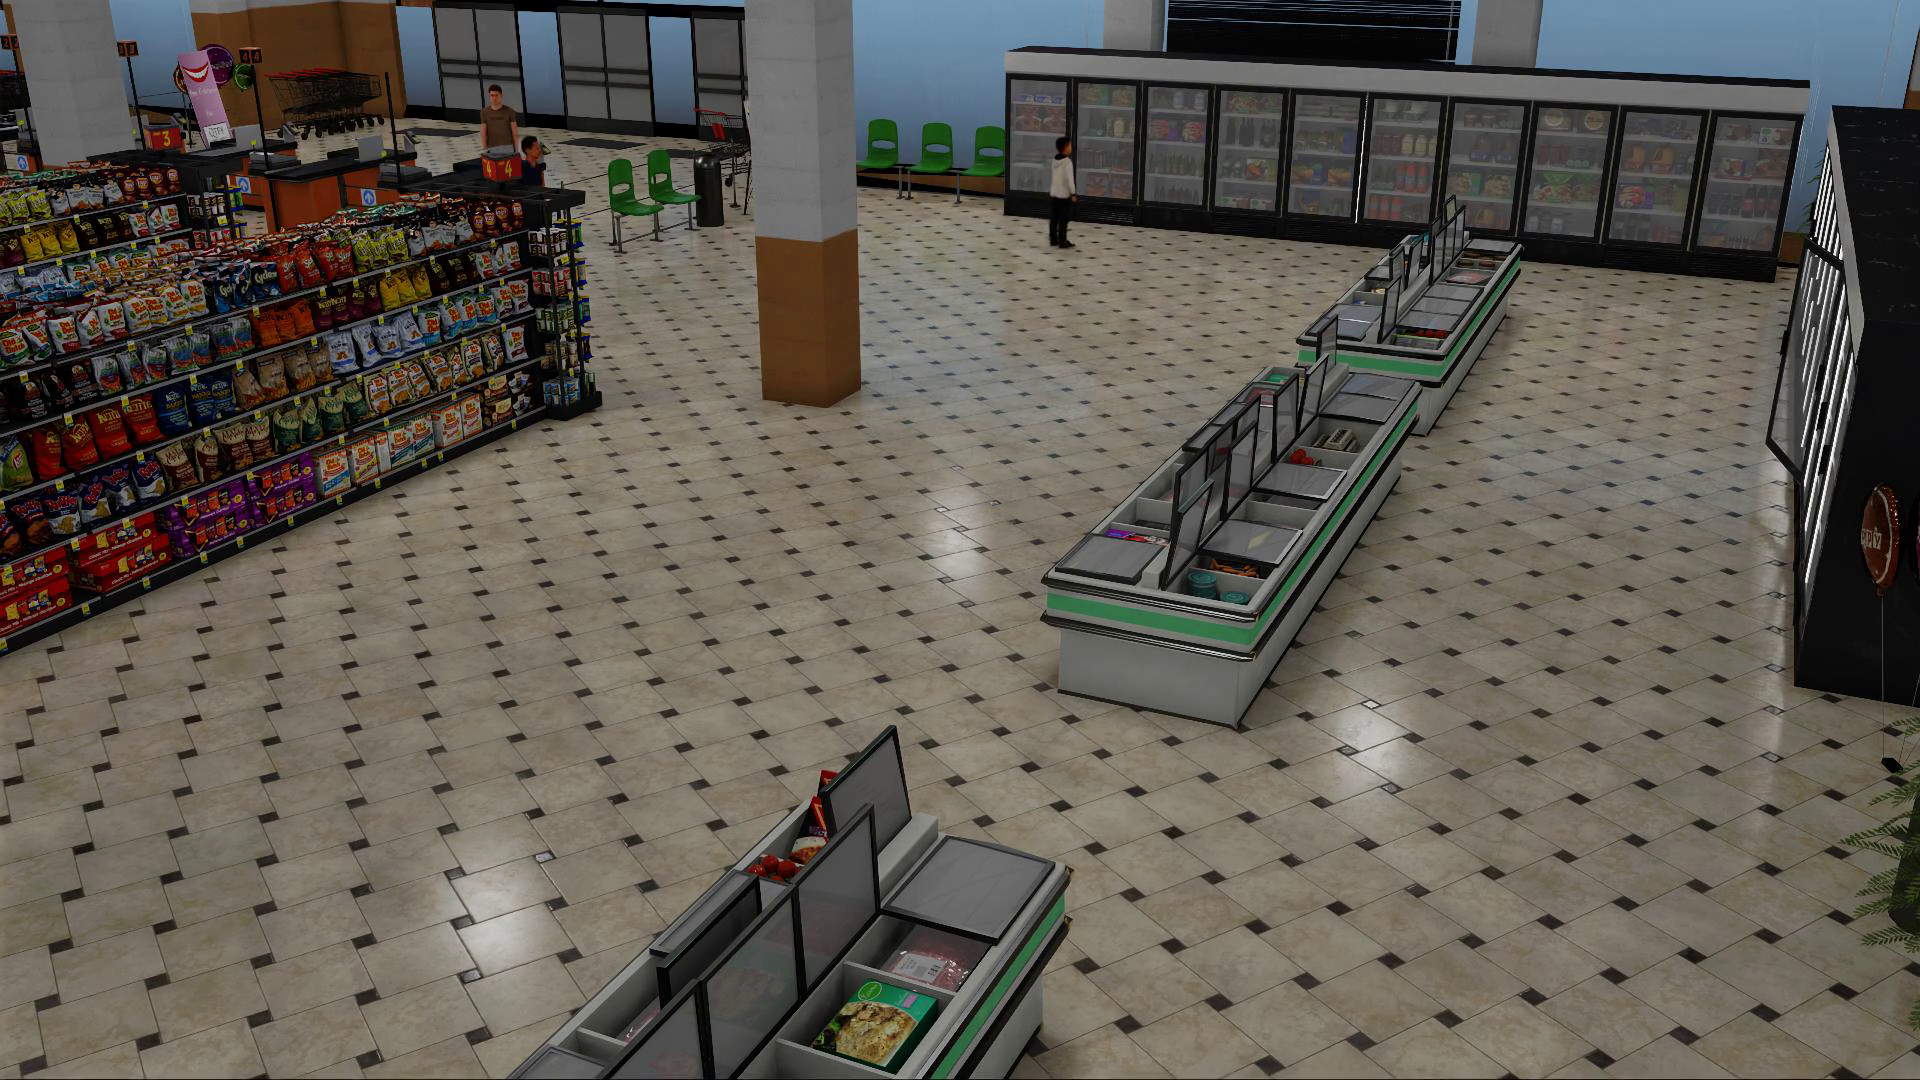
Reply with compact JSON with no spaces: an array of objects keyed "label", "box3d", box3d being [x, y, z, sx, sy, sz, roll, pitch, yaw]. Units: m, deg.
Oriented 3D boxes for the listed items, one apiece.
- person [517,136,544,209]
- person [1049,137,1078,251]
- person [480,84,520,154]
[{"label":"person","box3d":[-5.121,-3.846,19.621,0.888,1.771,1.027,3,22,6]},{"label":"person","box3d":[1.302,-4.543,21.782,0.724,1.452,0.695,-13,25,-29]},{"label":"person","box3d":[-6.561,-5.570,23.804,0.750,1.852,0.776,-5,22,-11]}]
